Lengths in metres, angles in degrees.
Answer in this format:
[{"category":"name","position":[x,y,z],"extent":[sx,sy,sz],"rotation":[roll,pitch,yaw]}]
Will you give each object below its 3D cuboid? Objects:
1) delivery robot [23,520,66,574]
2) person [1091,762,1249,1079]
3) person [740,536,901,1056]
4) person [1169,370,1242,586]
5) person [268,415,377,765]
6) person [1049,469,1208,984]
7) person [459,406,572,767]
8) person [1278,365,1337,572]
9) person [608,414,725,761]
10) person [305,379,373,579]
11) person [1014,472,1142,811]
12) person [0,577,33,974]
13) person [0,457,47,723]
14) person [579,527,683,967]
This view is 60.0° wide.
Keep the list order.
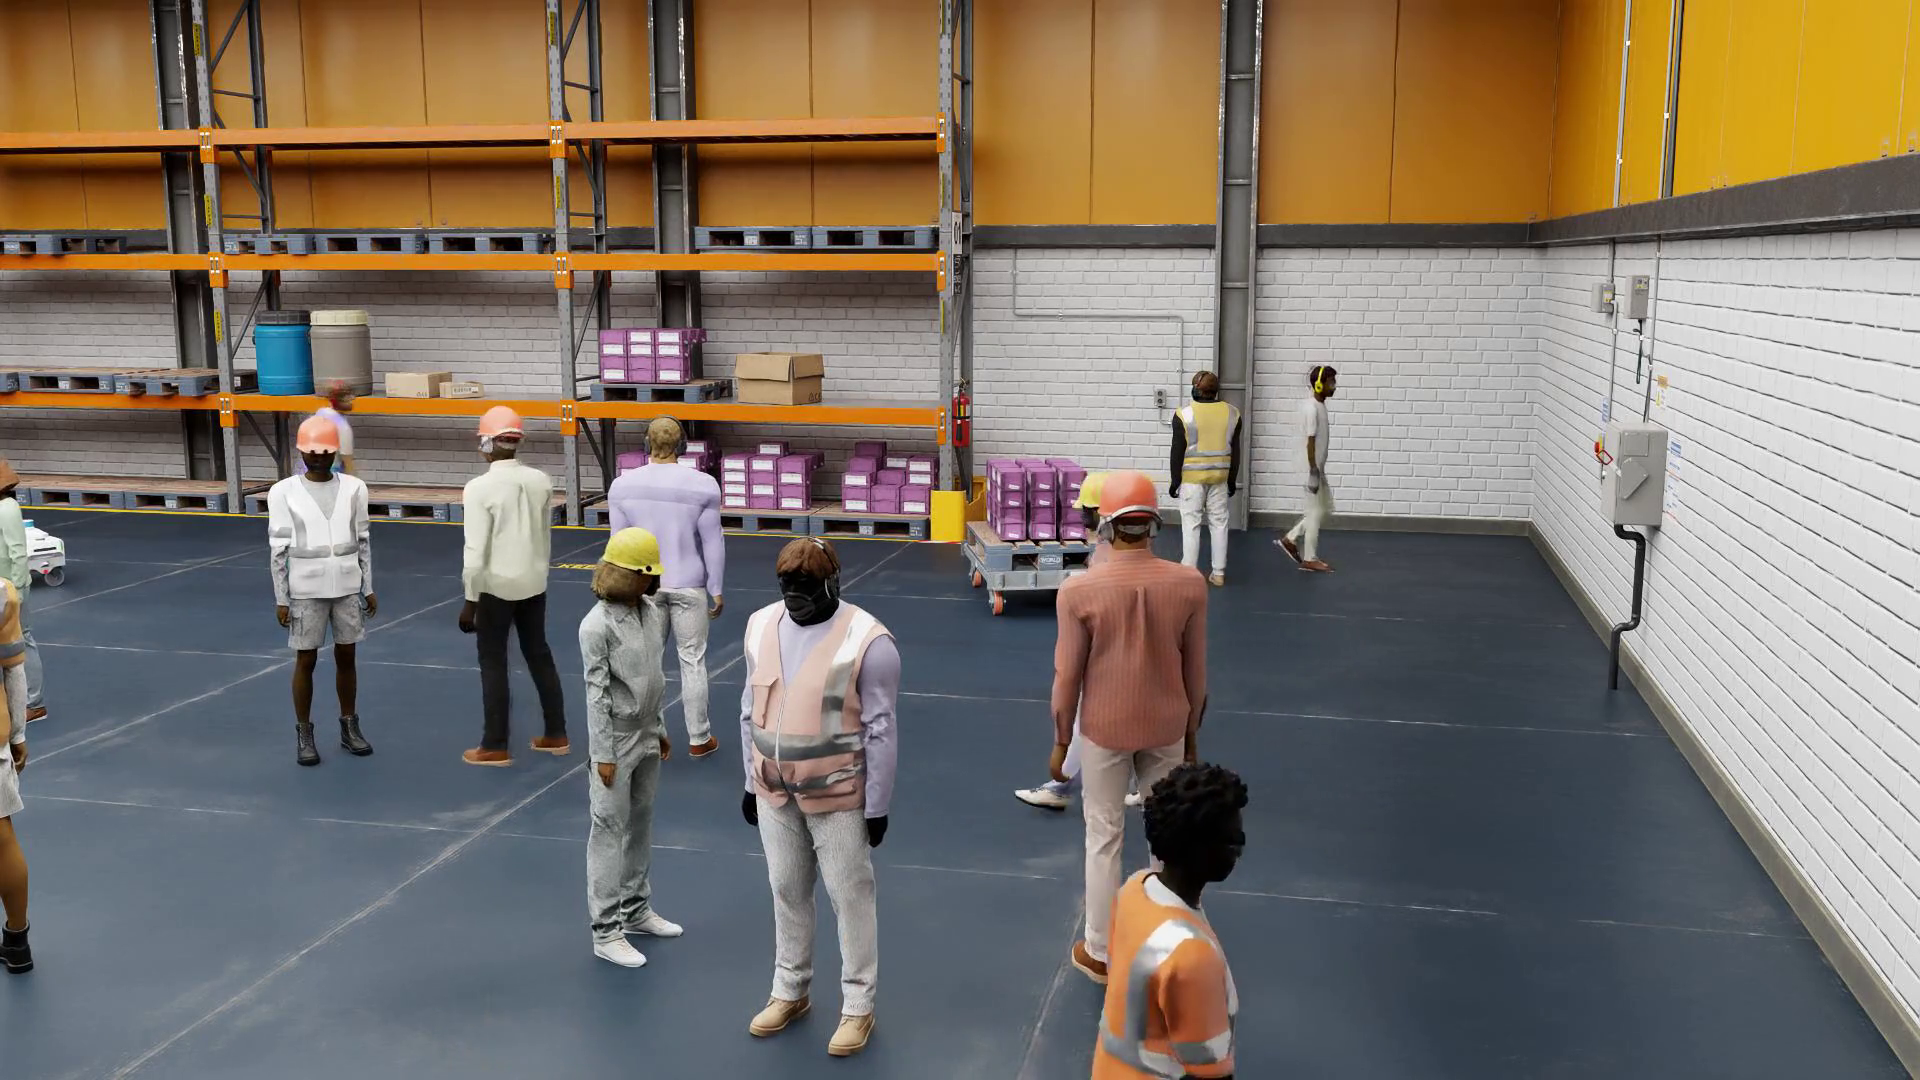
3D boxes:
[{"category":"delivery robot","position":[-7.950,0.070,14.203],"extent":[0.707,0.478,0.477],"rotation":[8,13,40]},{"category":"person","position":[0.516,1.321,3.748],"extent":[0.525,1.675,0.532],"rotation":[0,10,0]},{"category":"person","position":[-0.513,0.888,5.871],"extent":[0.625,1.836,0.428],"rotation":[5,11,29]},{"category":"person","position":[2.066,-0.516,14.141],"extent":[0.633,1.846,0.429],"rotation":[-3,10,-15]},{"category":"person","position":[-3.505,0.272,9.207],"extent":[0.551,1.933,0.376],"rotation":[-7,12,-38]},{"category":"person","position":[0.649,0.718,6.394],"extent":[0.613,1.994,0.384],"rotation":[-2,10,-11]},{"category":"person","position":[-2.477,0.268,9.150],"extent":[0.475,1.983,0.666],"rotation":[6,11,31]},{"category":"person","position":[3.145,-0.633,14.823],"extent":[0.453,1.851,0.549],"rotation":[4,10,20]},{"category":"person","position":[-1.607,0.272,9.201],"extent":[0.630,1.940,0.372],"rotation":[0,10,-1]},{"category":"person","position":[-5.180,-0.450,13.903],"extent":[0.613,1.796,0.665],"rotation":[-5,11,-29]},{"category":"person","position":[0.675,0.521,8.339],"extent":[0.886,1.722,0.528],"rotation":[0,10,2]},{"category":"person","position":[-3.837,0.758,6.324],"extent":[0.362,1.938,0.545],"rotation":[7,12,36]},{"category":"person","position":[-5.725,0.295,9.963],"extent":[0.505,1.631,0.278],"rotation":[9,13,44]},{"category":"person","position":[-1.302,0.806,6.636],"extent":[0.308,1.736,0.484],"rotation":[3,10,19]}]
